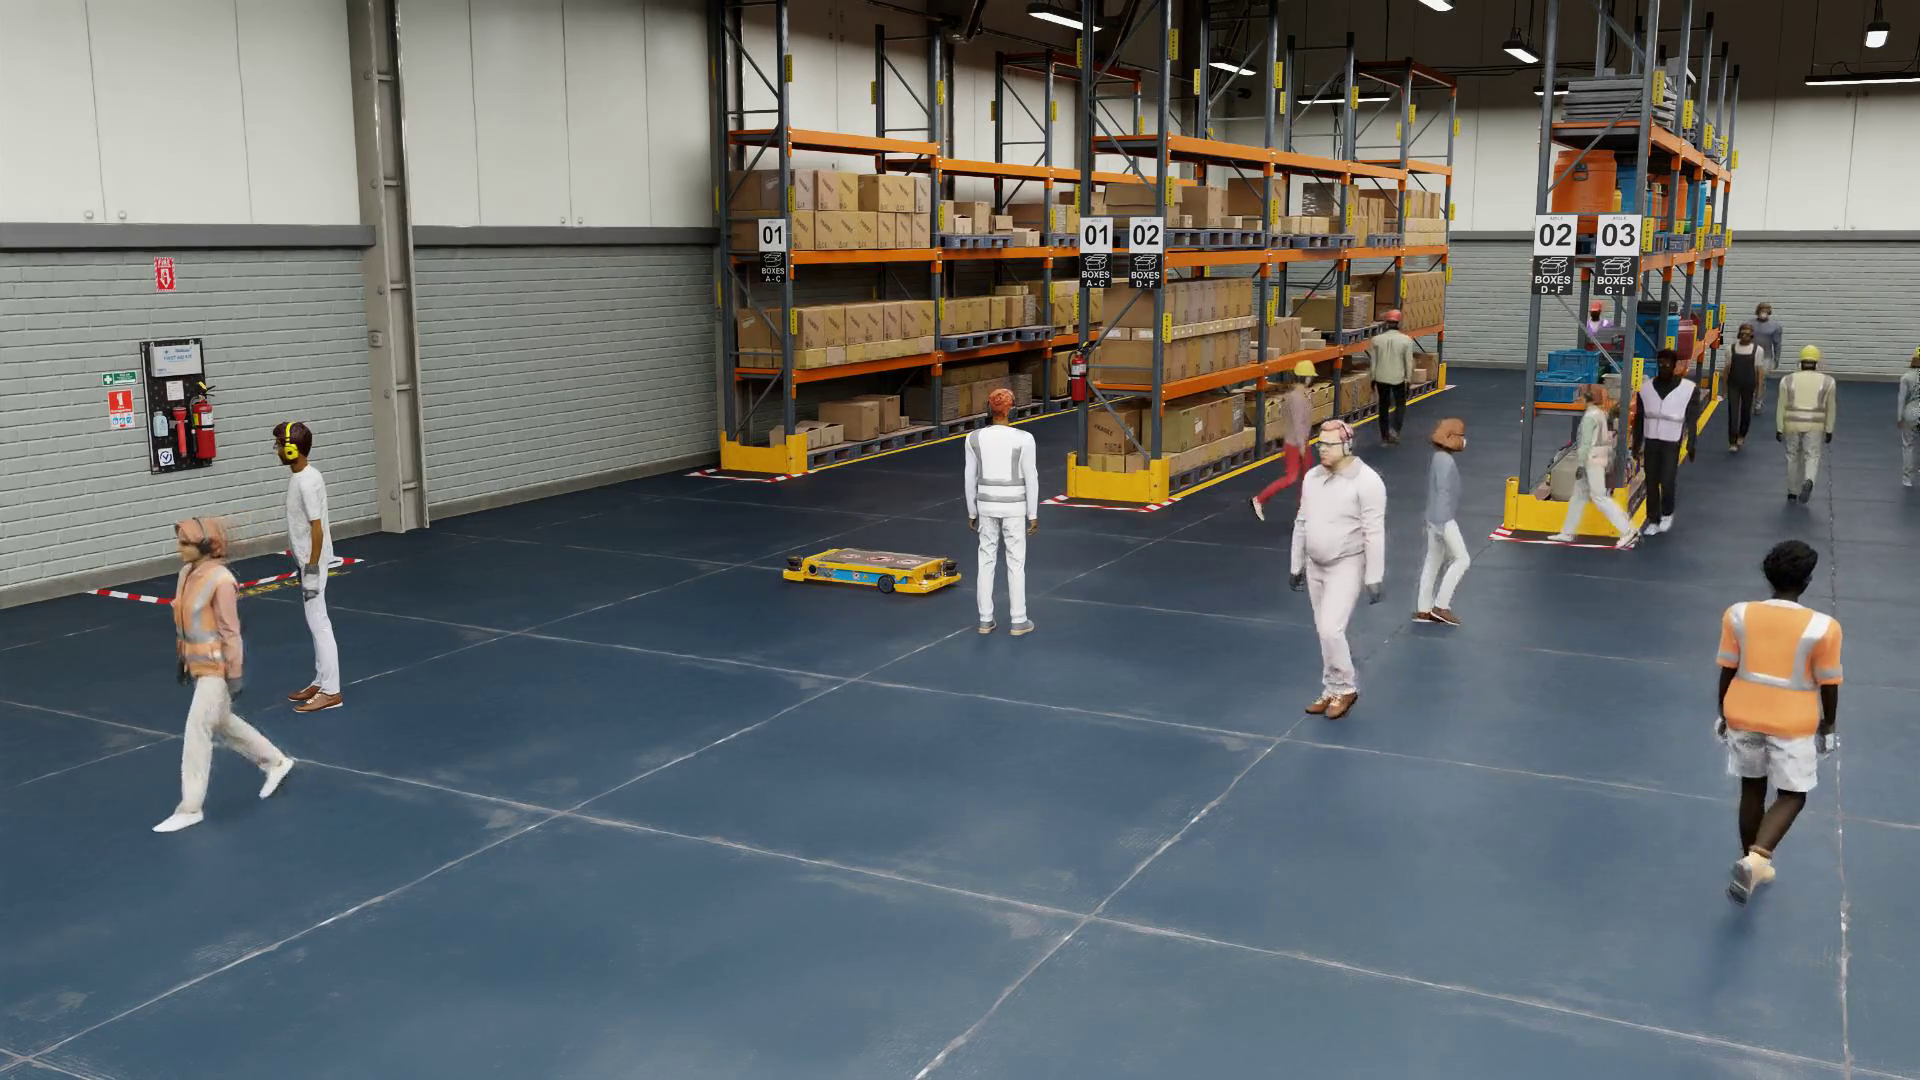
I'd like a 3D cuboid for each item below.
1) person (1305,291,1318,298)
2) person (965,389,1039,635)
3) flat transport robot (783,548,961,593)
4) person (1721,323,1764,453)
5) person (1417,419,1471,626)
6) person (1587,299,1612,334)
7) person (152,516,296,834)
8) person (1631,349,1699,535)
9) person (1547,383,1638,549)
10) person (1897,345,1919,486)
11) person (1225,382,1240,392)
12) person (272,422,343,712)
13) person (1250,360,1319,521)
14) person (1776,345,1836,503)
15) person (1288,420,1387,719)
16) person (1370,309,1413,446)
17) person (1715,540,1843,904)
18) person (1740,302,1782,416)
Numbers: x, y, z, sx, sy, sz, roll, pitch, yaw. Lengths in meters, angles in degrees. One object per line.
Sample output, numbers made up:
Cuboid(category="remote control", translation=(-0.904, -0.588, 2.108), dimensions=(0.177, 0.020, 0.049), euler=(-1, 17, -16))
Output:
Cuboid(category="person", translation=(6.490, -3.588, 30.748), dimensions=(0.640, 1.994, 1.007), euler=(6, 12, 29))
Cuboid(category="person", translation=(0.323, -0.210, 12.665), dimensions=(0.574, 1.883, 0.356), euler=(3, 11, 17))
Cuboid(category="flat transport robot", translation=(-0.771, 0.253, 14.536), dimensions=(1.431, 0.197, 0.652), euler=(5, 12, 27))
Cuboid(category="person", translation=(11.058, -2.169, 23.528), dimensions=(0.513, 1.823, 0.809), euler=(5, 11, 24))
Cuboid(category="person", translation=(3.808, -0.136, 12.945), dimensions=(0.477, 1.616, 0.511), euler=(2, 11, 10))
Cuboid(category="person", translation=(11.087, -3.239, 29.071), dimensions=(0.570, 1.925, 0.549), euler=(6, 12, 30))
Cuboid(category="person", translation=(-3.868, 0.656, 8.674), dimensions=(0.522, 1.606, 0.782), euler=(10, 15, 44))
Cuboid(category="person", translation=(7.116, -0.987, 16.837), dimensions=(0.603, 1.900, 0.455), euler=(9, 13, 39))
Cuboid(category="person", translation=(6.245, -0.732, 16.260), dimensions=(0.803, 1.606, 0.531), euler=(6, 12, 28))
Cuboid(category="person", translation=(11.544, -1.485, 20.011), dimensions=(0.500, 1.726, 0.568), euler=(5, 11, 24))
Cuboid(category="person", translation=(4.783, -3.253, 29.434), dimensions=(0.630, 1.814, 0.584), euler=(5, 11, 24))
Cuboid(category="person", translation=(-4.181, 0.171, 10.645), dimensions=(0.333, 1.864, 0.520), euler=(-5, 11, -24))
Cuboid(category="person", translation=(3.505, -1.032, 17.528), dimensions=(0.743, 1.739, 0.525), euler=(4, 11, 23))
Cuboid(category="person", translation=(9.534, -1.293, 18.770), dimensions=(0.599, 1.810, 0.699), euler=(5, 12, 25))
Cuboid(category="person", translation=(2.321, 0.190, 10.446), dimensions=(0.462, 1.890, 0.679), euler=(-6, 12, -29))
Cuboid(category="person", translation=(6.199, -2.324, 23.916), dimensions=(0.622, 1.977, 0.429), euler=(5, 12, 26))
Cuboid(category="person", translation=(3.647, 0.840, 7.515), dimensions=(0.641, 1.678, 0.535), euler=(-10, 14, -43))
Cuboid(category="person", translation=(13.417, -3.015, 27.914), dimensions=(0.640, 1.907, 0.833), euler=(5, 11, 24))
